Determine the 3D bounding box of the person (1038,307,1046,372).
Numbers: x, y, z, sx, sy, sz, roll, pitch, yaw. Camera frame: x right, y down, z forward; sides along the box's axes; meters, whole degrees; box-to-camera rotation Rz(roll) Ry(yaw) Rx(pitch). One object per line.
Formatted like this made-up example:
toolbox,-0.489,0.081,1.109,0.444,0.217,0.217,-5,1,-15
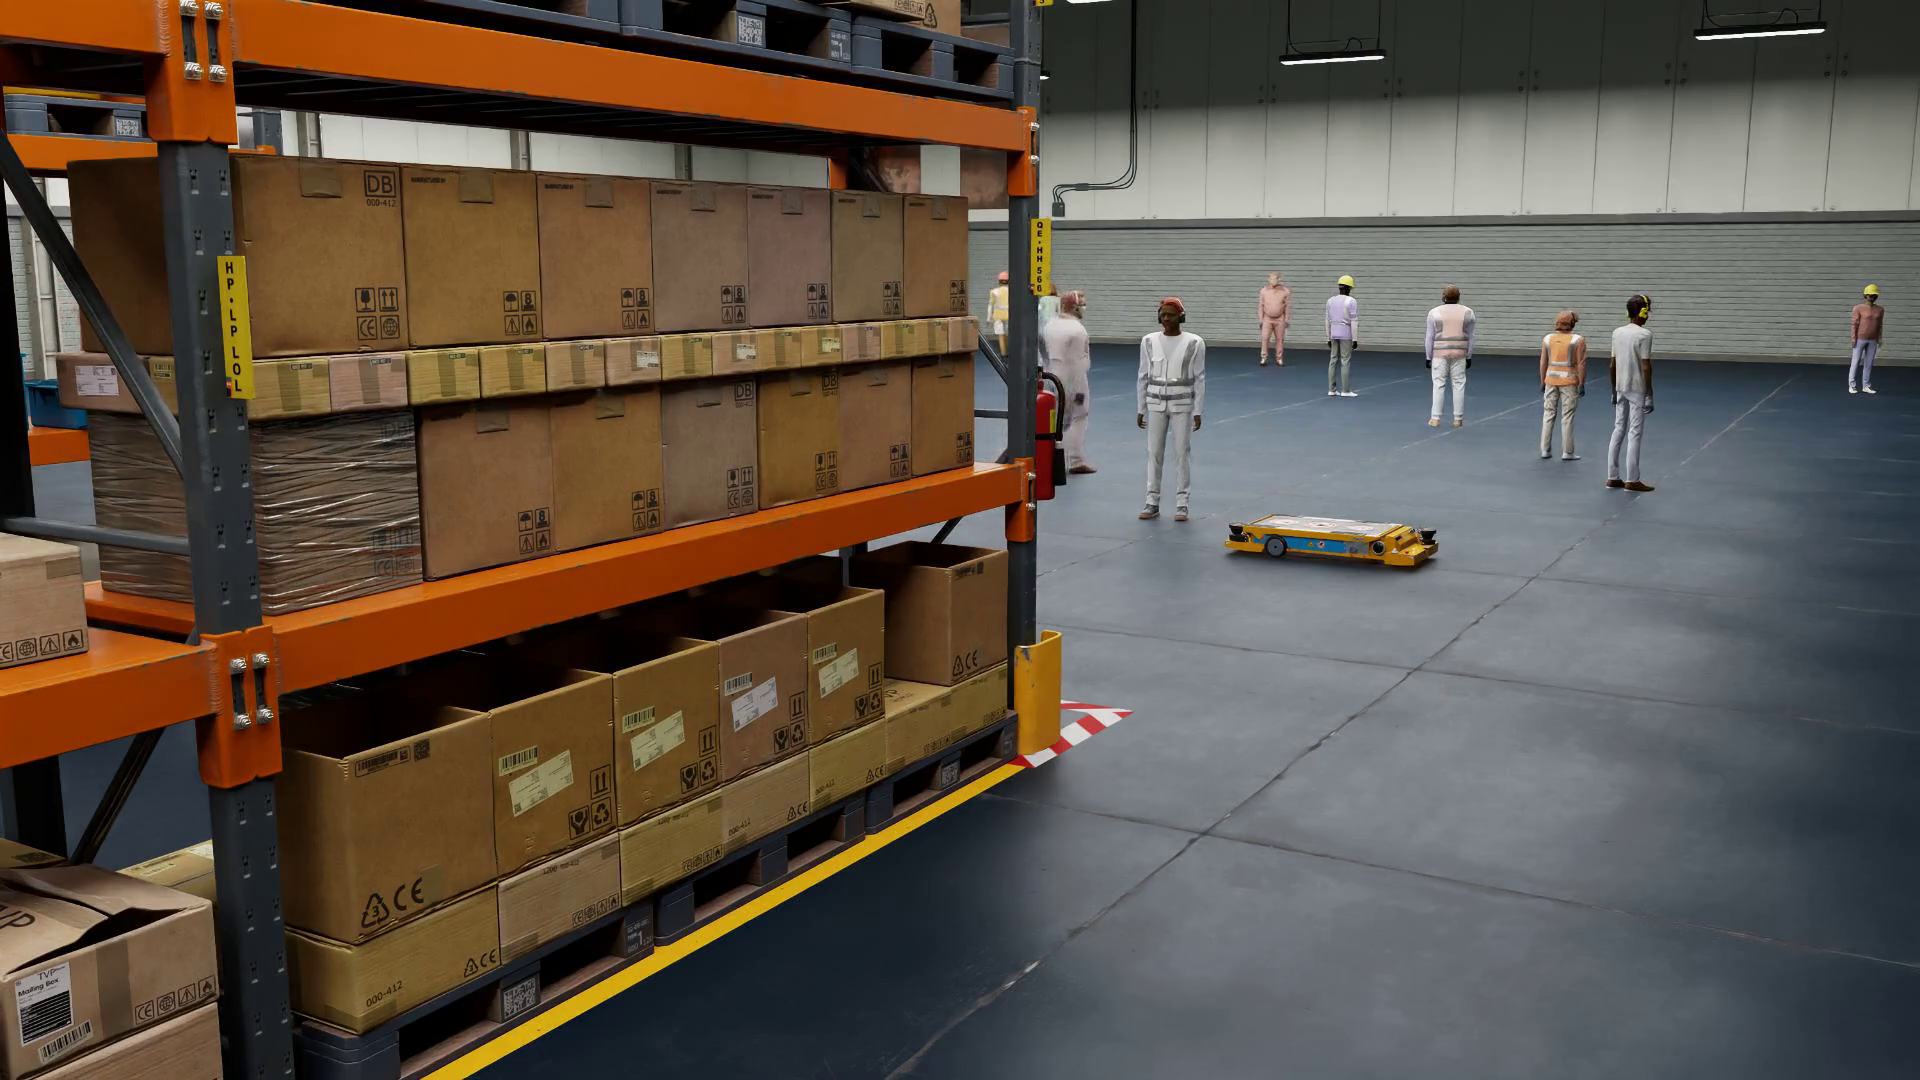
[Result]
person,1.242,-3.670,29.936,0.877,1.587,0.539,-5,11,-28

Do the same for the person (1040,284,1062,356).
person,2.039,-4.946,37.405,0.496,1.595,0.853,0,10,1

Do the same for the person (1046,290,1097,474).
person,1.079,-1.596,16.939,0.591,1.883,0.651,-5,11,-28

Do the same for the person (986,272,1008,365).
person,0.862,-4.576,34.410,0.558,1.886,0.988,-2,10,-14

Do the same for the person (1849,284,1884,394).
person,14.728,-3.257,27.013,0.525,1.769,0.309,-1,10,-5

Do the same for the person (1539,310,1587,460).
person,6.598,-1.691,18.221,0.311,1.636,0.523,-9,13,-42

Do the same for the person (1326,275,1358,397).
person,6.065,-3.224,26.367,0.373,1.920,0.585,-8,13,-39

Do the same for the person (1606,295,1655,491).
person,6.398,-1.391,15.803,0.328,1.865,0.508,-4,10,-22

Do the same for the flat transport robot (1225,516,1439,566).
flat transport robot,2.767,-0.015,12.398,1.431,0.197,0.652,6,11,30

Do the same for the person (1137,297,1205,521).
person,1.771,-1.103,14.057,0.581,1.882,0.351,4,10,21

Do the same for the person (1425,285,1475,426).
person,6.405,-2.404,21.789,0.625,1.846,0.429,1,10,6

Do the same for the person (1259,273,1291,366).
person,6.367,-4.454,33.701,0.640,1.882,0.550,3,10,14
